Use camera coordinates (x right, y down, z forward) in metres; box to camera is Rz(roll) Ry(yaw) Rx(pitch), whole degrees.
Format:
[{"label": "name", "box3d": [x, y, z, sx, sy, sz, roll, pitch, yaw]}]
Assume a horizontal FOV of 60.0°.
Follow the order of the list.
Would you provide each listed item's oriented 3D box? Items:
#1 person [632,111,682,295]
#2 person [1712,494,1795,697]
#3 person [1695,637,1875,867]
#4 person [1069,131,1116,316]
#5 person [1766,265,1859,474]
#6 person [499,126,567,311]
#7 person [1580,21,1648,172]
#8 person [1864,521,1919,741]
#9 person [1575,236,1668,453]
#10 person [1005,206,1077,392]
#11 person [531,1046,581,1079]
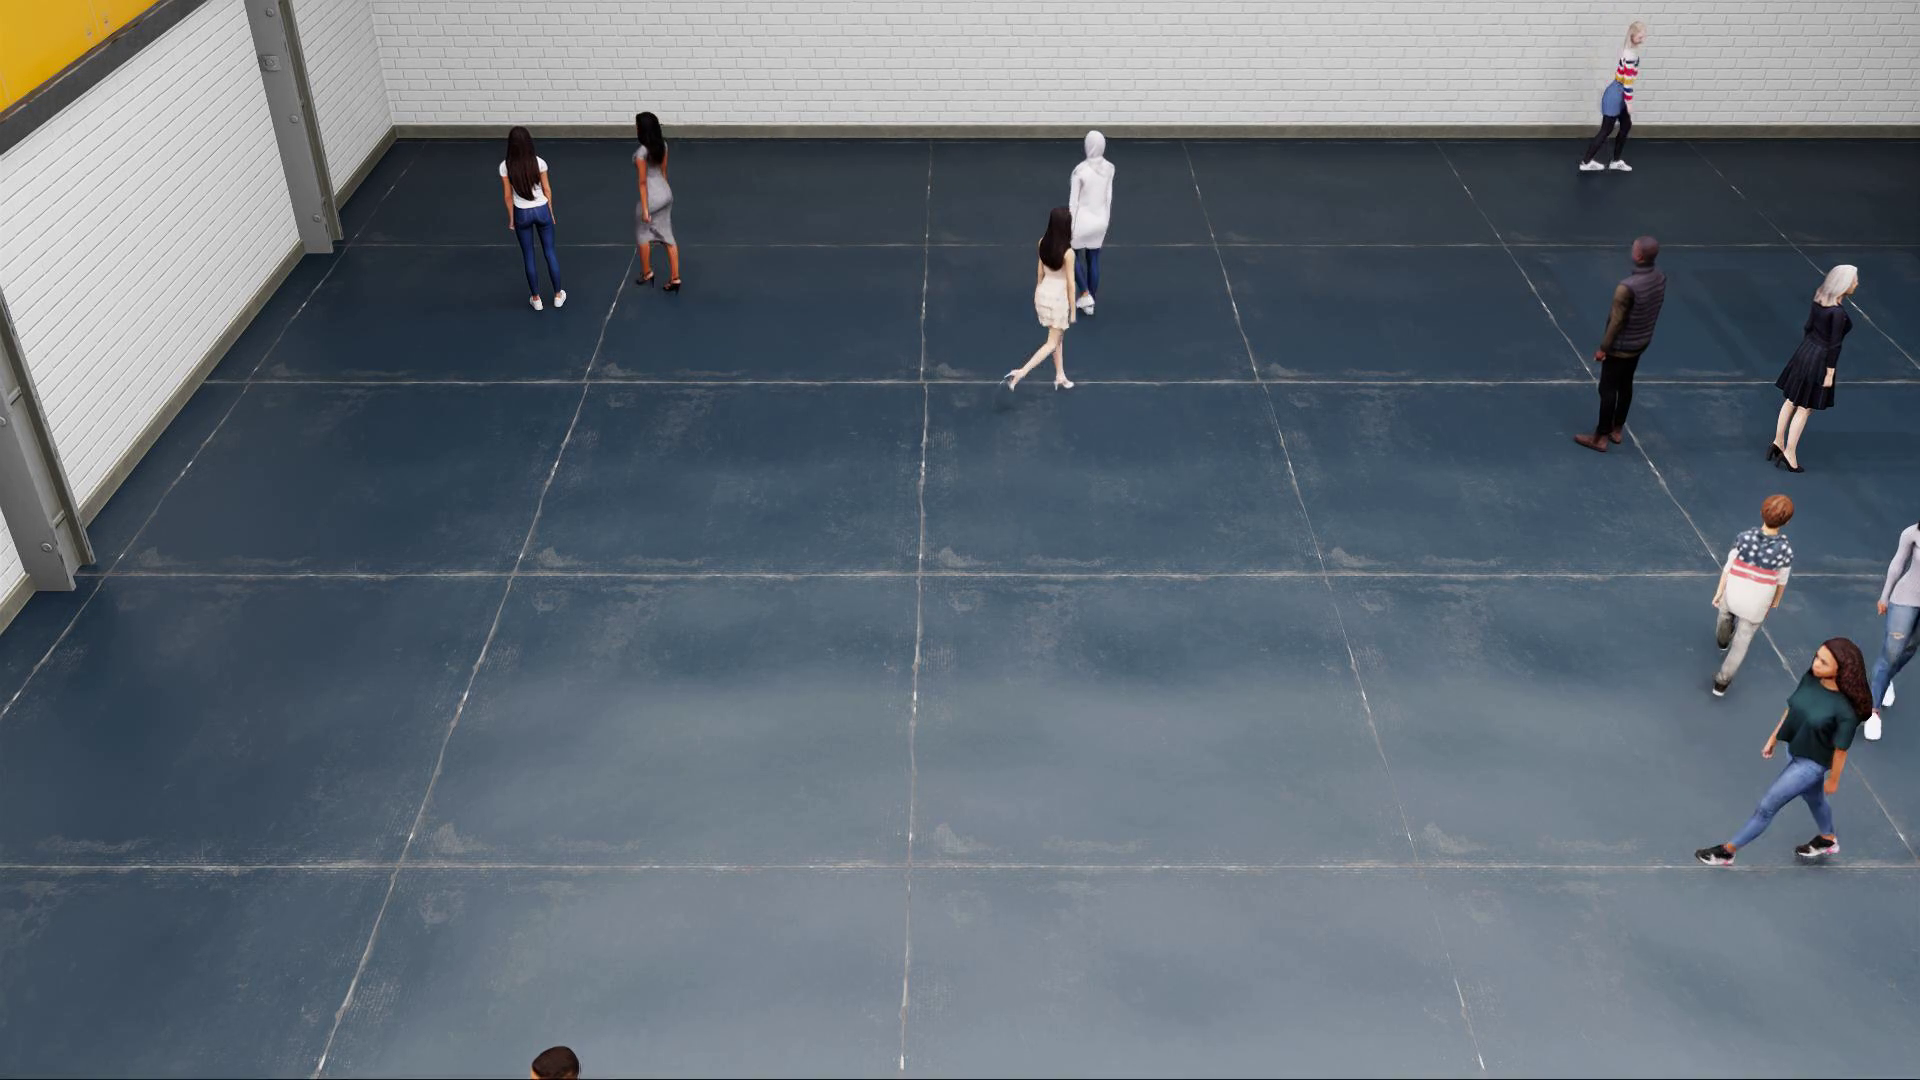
[{"label": "person", "box3d": [-2.821, -3.170, 15.834, 0.892, 1.760, 0.851, 20, 39, 28]}, {"label": "person", "box3d": [5.112, 0.383, 10.810, 0.858, 1.405, 1.004, 20, 39, 28]}, {"label": "person", "box3d": [4.853, 1.232, 9.387, 0.741, 1.567, 1.072, -4, 34, -6]}, {"label": "person", "box3d": [1.230, -2.886, 15.403, 0.734, 1.765, 0.748, -14, 36, -20]}, {"label": "person", "box3d": [6.755, -1.368, 13.137, 0.652, 1.746, 0.497, -1, 34, -2]}, {"label": "person", "box3d": [-4.004, -3.013, 15.585, 0.635, 1.775, 0.594, -8, 34, -11]}, {"label": "person", "box3d": [7.245, -4.919, 18.462, 0.958, 1.764, 0.899, 9, 35, 13]}, {"label": "person", "box3d": [6.090, 0.367, 10.564, 0.842, 1.703, 1.087, 10, 35, 14]}, {"label": "person", "box3d": [5.350, -1.579, 13.371, 0.778, 1.839, 0.792, -21, 39, -29]}, {"label": "person", "box3d": [0.719, -1.964, 14.063, 0.975, 1.713, 0.980, -22, 39, -29]}, {"label": "person", "box3d": [-1.630, 2.728, 7.233, 0.707, 1.459, 0.647, -28, 42, -35]}]
